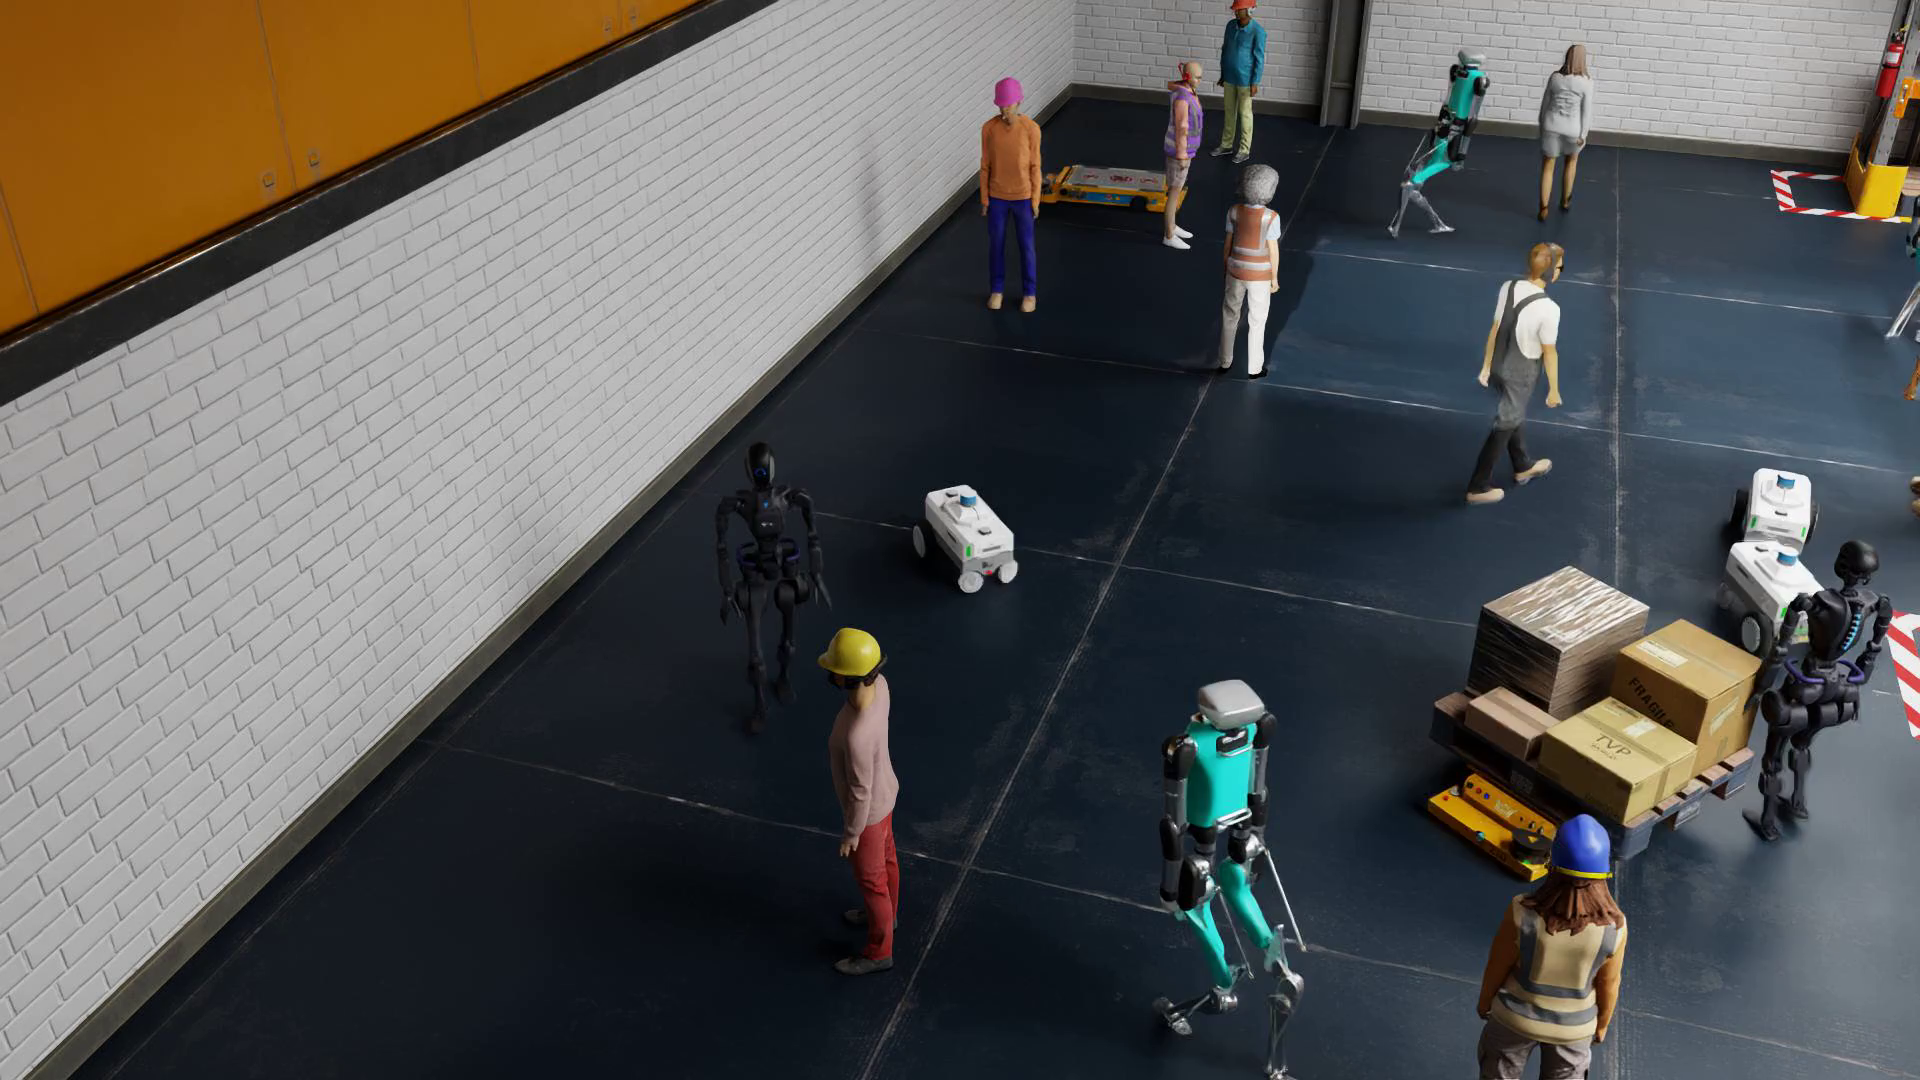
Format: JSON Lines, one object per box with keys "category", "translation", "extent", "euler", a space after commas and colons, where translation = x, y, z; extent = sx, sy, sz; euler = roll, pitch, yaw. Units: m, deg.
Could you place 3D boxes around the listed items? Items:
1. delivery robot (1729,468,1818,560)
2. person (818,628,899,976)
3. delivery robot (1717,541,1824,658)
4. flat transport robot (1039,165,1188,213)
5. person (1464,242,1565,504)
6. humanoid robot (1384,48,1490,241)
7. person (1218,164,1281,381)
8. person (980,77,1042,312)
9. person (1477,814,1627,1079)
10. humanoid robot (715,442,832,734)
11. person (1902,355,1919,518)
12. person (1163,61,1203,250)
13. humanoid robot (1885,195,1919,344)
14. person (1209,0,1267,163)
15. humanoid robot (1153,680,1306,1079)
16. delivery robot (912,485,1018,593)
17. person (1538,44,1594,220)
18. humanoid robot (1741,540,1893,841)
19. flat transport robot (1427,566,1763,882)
{"category": "delivery robot", "translation": [5.207, -0.159, 10.603], "extent": [0.499, 0.584, 0.783], "euler": [13, 33, 21]}
{"category": "person", "translation": [-0.429, 1.134, 7.218], "extent": [0.313, 1.769, 0.524], "euler": [4, 31, 6]}
{"category": "delivery robot", "translation": [4.814, 0.342, 9.779], "extent": [0.499, 0.612, 0.796], "euler": [-2, 31, -3]}
{"category": "flat transport robot", "translation": [1.516, -3.503, 16.585], "extent": [1.431, 0.231, 0.659], "euler": [7, 31, 13]}
{"category": "person", "translation": [3.783, -1.096, 10.967], "extent": [0.833, 1.810, 0.523], "euler": [-10, 32, -17]}
{"category": "humanoid robot", "translation": [4.274, -3.607, 15.342], "extent": [0.945, 1.773, 0.544], "euler": [-8, 31, -13]}
{"category": "person", "translation": [2.207, -2.029, 12.671], "extent": [0.453, 1.689, 0.308], "euler": [15, 34, 24]}
{"category": "person", "translation": [0.414, -2.864, 13.823], "extent": [0.518, 1.971, 0.404], "euler": [7, 31, 11]}
{"category": "person", "translation": [2.160, 1.753, 6.161], "extent": [0.465, 1.772, 0.337], "euler": [7, 31, 11]}
{"category": "humanoid robot", "translation": [-0.985, 0.233, 8.852], "extent": [0.601, 1.643, 0.550], "euler": [-6, 31, -11]}
{"category": "person", "translation": [6.447, -1.014, 10.799], "extent": [0.551, 1.837, 0.688], "euler": [-2, 31, -4]}
{"category": "person", "translation": [2.032, -3.532, 15.231], "extent": [0.348, 1.689, 0.483], "euler": [7, 31, 12]}
{"category": "humanoid robot", "translation": [7.880, -2.385, 13.231], "extent": [0.705, 1.786, 0.545], "euler": [-23, 37, -33]}
{"category": "person", "translation": [2.916, -4.858, 17.423], "extent": [0.329, 1.750, 0.571], "euler": [-21, 36, -31]}
{"category": "humanoid robot", "translation": [1.183, 1.492, 6.714], "extent": [0.547, 1.812, 0.856], "euler": [-18, 35, -27]}
{"category": "delivery robot", "translation": [0.045, -0.044, 10.436], "extent": [0.512, 0.614, 0.785], "euler": [-12, 33, -20]}
{"category": "person", "translation": [5.796, -3.942, 15.974], "extent": [0.487, 1.633, 0.727], "euler": [13, 33, 21]}
{"category": "humanoid robot", "translation": [4.074, 0.716, 8.016], "extent": [0.608, 1.654, 0.369], "euler": [-3, 31, -5]}
{"category": "flat transport robot", "translation": [3.136, 1.236, 8.522], "extent": [1.431, 0.231, 0.659], "euler": [-19, 36, -29]}
